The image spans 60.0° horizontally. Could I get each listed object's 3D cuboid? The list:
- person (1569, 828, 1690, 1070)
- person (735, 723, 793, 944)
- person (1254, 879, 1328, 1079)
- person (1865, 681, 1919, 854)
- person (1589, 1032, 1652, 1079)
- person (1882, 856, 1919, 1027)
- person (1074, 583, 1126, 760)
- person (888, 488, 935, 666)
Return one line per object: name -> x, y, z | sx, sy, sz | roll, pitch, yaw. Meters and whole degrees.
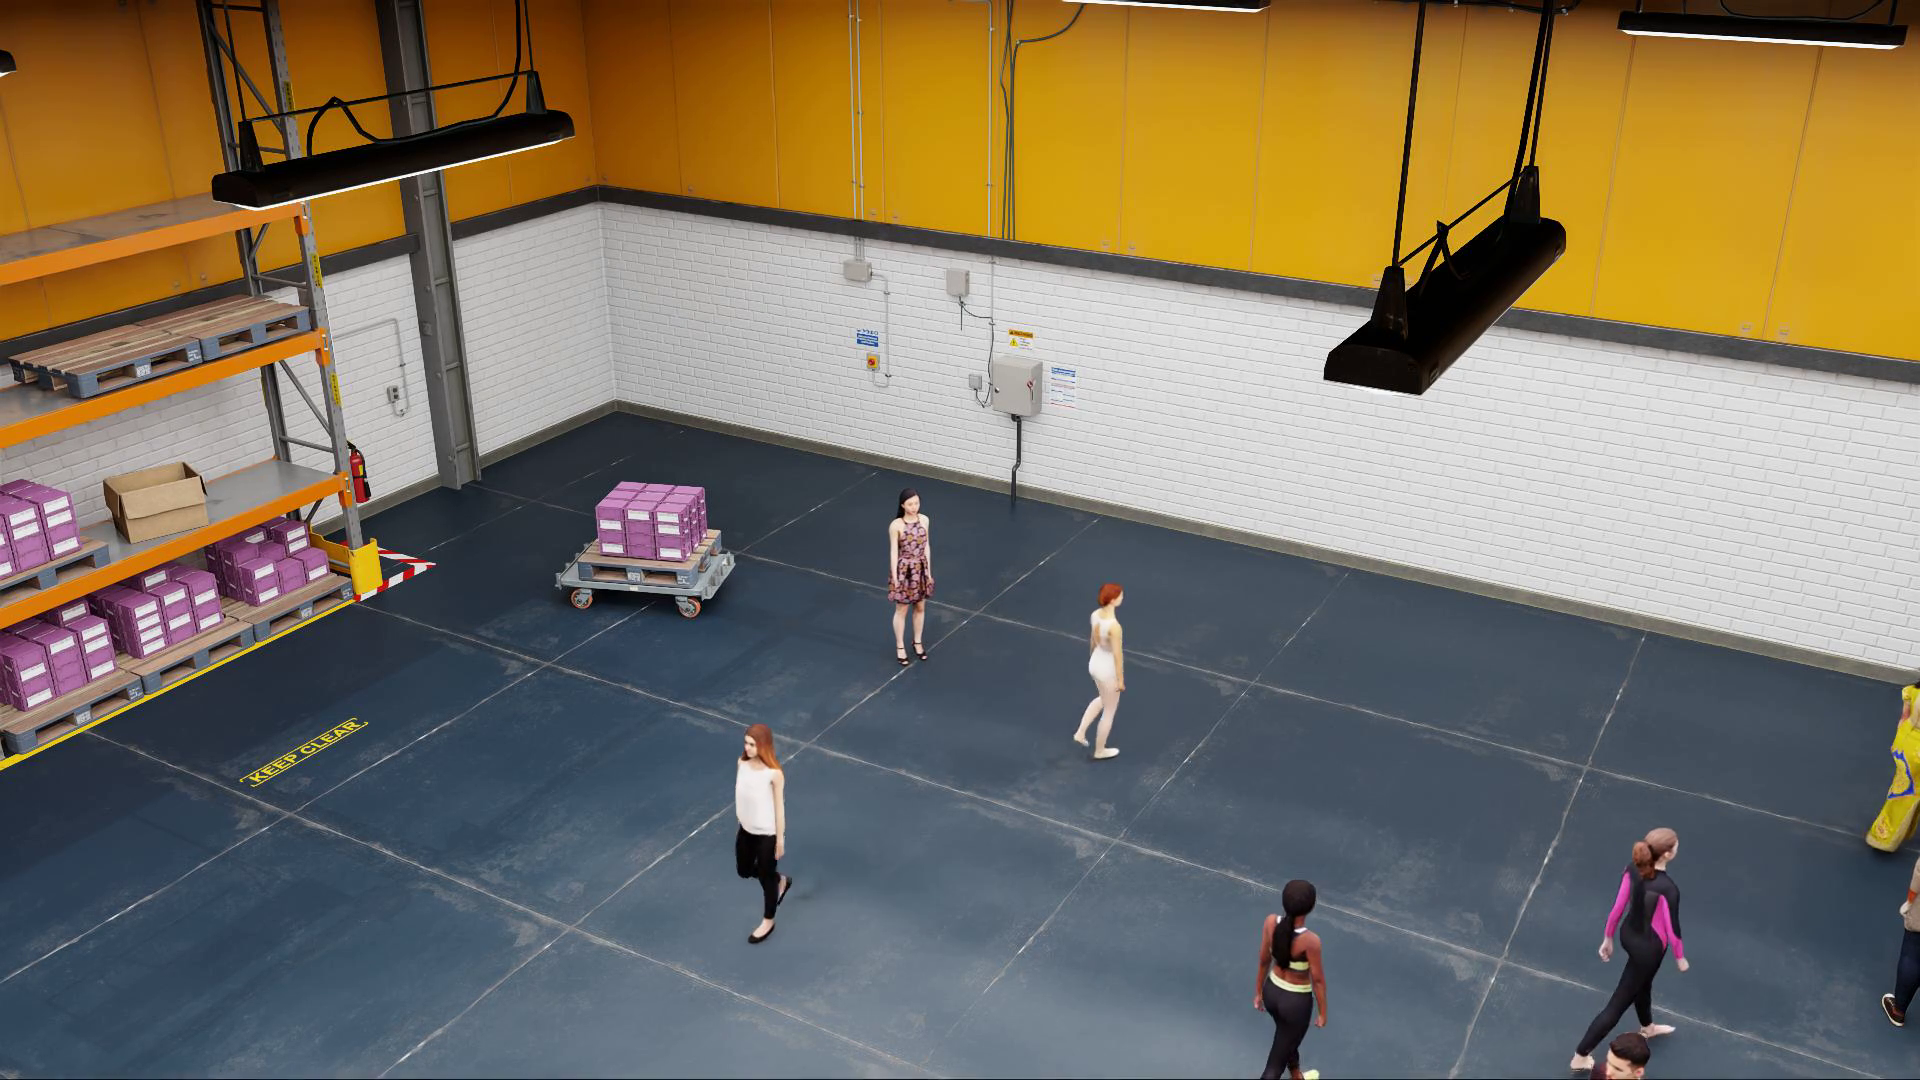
person -> 4.199, 2.609, 10.441 | 1.159, 1.707, 1.028 | -9, 25, -20
person -> -1.359, 2.020, 11.780 | 0.656, 1.714, 0.794 | 18, 29, 35
person -> 1.896, 2.835, 9.917 | 1.221, 1.713, 0.826 | -20, 31, -38
person -> 7.262, 1.674, 12.678 | 1.150, 1.630, 1.089 | -7, 25, -16
person -> 3.459, 3.307, 8.686 | 1.291, 1.834, 1.125 | -10, 26, -22
person -> 6.427, 2.353, 10.792 | 0.746, 1.895, 0.716 | 8, 25, 18
person -> 1.147, 1.118, 13.946 | 0.768, 1.632, 0.709 | -12, 26, -25
person -> -0.464, 0.339, 15.552 | 0.758, 1.773, 0.847 | -14, 27, -29
